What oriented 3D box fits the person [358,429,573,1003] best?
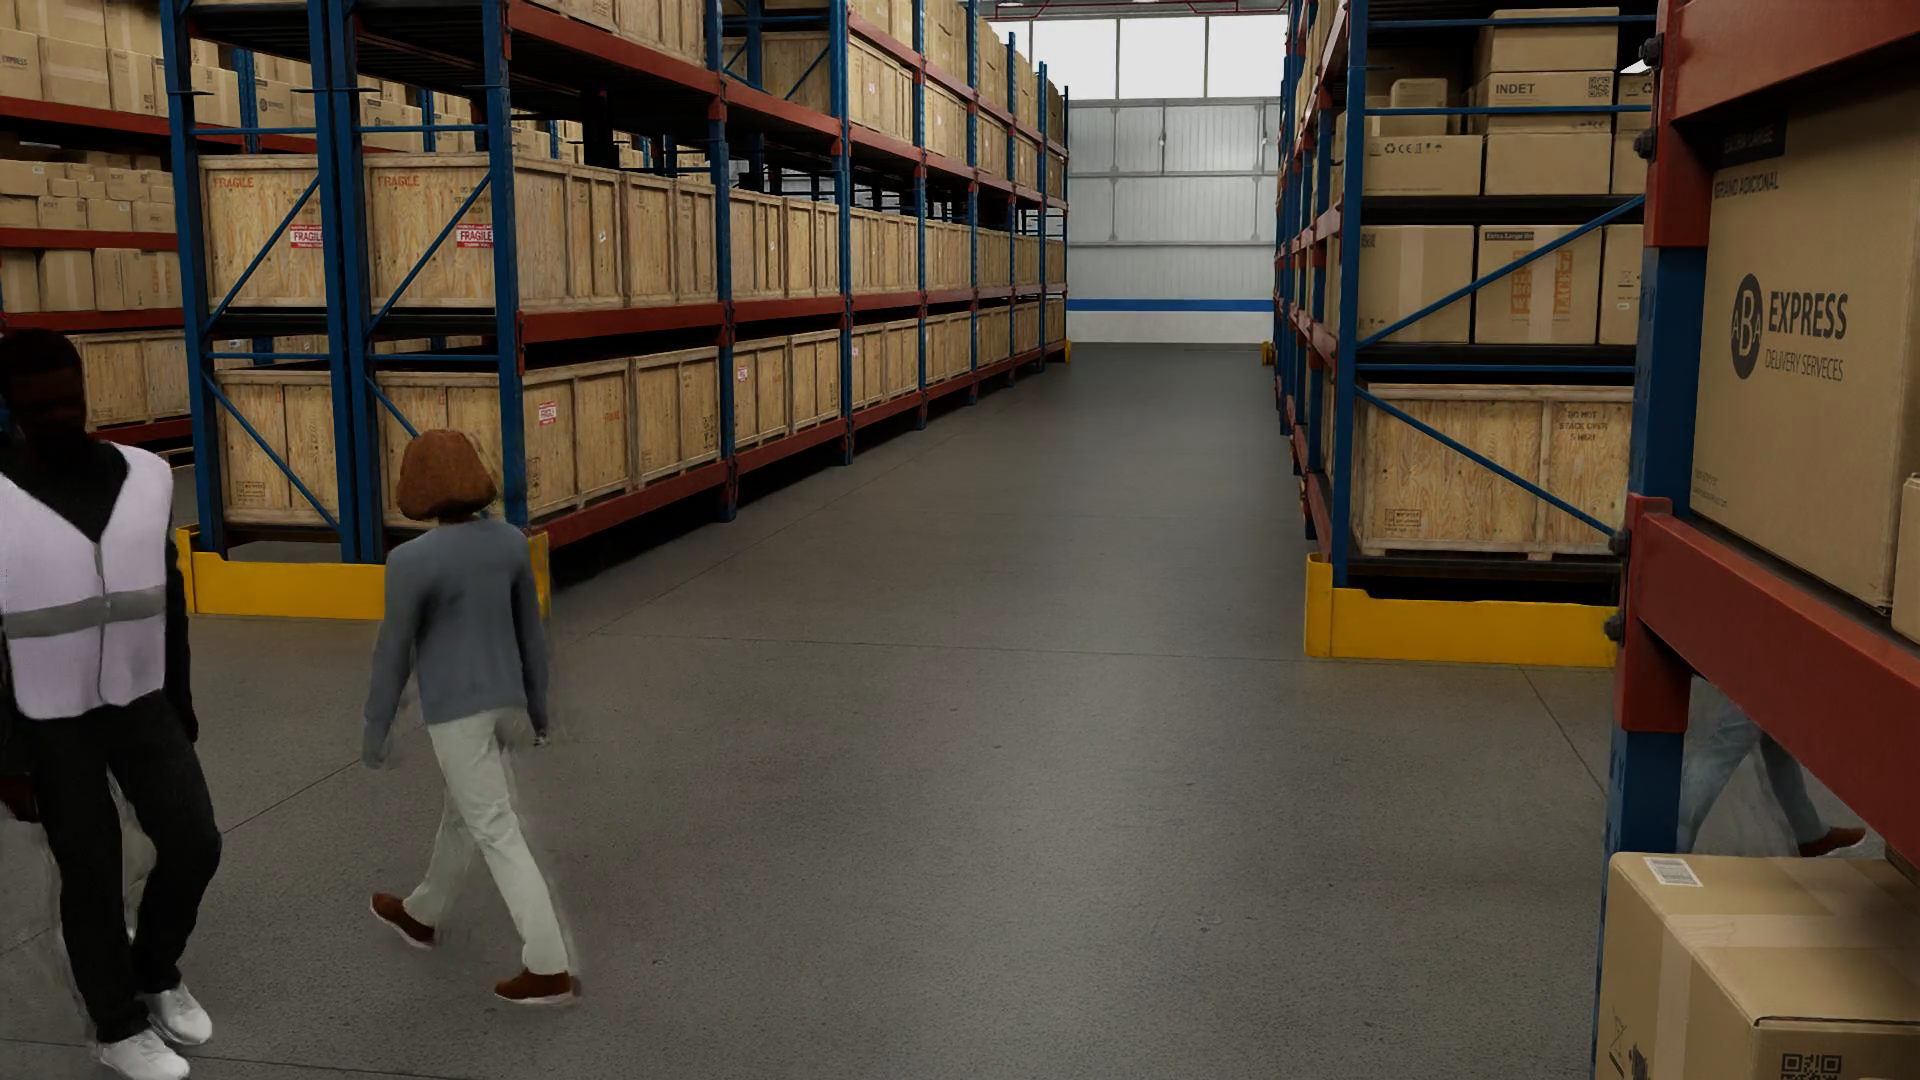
[{"bbox_3d":[-1.424,0.485,4.690,0.881,1.582,0.517,4,10,25],"label":"person"}]

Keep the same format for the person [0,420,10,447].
[{"bbox_3d":[-7.248,-0.802,12.038,0.640,1.790,0.963,4,10,21],"label":"person"}]

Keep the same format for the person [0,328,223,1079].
[{"bbox_3d":[-2.116,0.436,4.044,0.450,1.891,0.626,6,11,32],"label":"person"}]

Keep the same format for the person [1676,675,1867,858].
[{"bbox_3d":[2.678,0.357,5.477,0.867,1.587,0.504,-1,9,-6],"label":"person"}]
